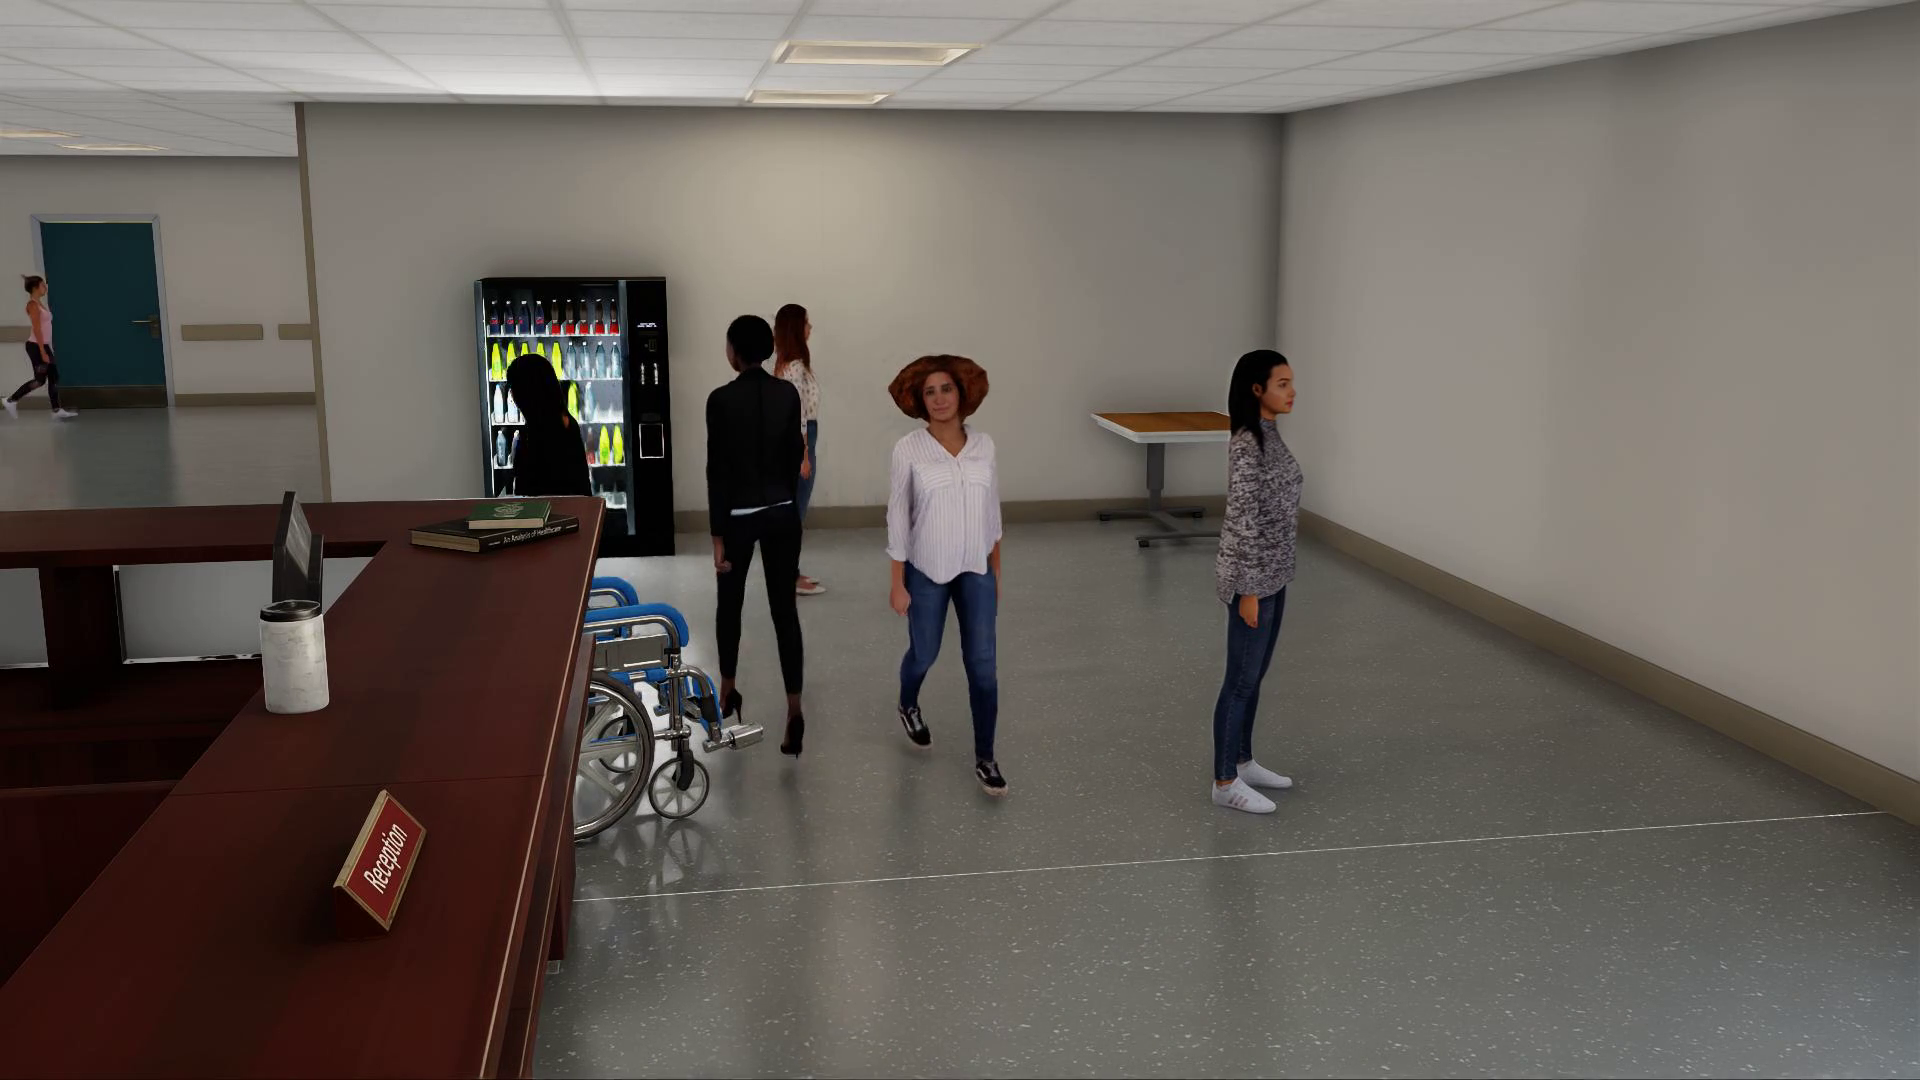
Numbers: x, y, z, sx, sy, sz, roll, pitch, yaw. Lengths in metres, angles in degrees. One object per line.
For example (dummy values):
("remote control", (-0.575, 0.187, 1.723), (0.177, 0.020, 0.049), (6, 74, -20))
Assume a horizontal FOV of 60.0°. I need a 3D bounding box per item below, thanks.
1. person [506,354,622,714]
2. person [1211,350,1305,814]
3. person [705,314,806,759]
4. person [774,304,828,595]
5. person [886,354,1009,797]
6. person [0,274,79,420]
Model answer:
("person", (-1.702, 0.000, 7.390), (1.032, 1.616, 0.854), (4, 11, 19))
("person", (1.123, 0.140, 6.341), (0.702, 1.732, 0.694), (4, 12, 22))
("person", (-0.784, 0.023, 6.809), (1.057, 1.788, 0.798), (-4, 12, -21))
("person", (-0.990, -0.551, 9.993), (0.491, 1.728, 0.583), (-2, 11, -12))
("person", (-0.081, 0.110, 6.646), (1.071, 1.678, 0.766), (-3, 11, -17))
("person", (-10.389, -2.133, 18.614), (0.965, 1.623, 0.608), (-3, 11, -16))
